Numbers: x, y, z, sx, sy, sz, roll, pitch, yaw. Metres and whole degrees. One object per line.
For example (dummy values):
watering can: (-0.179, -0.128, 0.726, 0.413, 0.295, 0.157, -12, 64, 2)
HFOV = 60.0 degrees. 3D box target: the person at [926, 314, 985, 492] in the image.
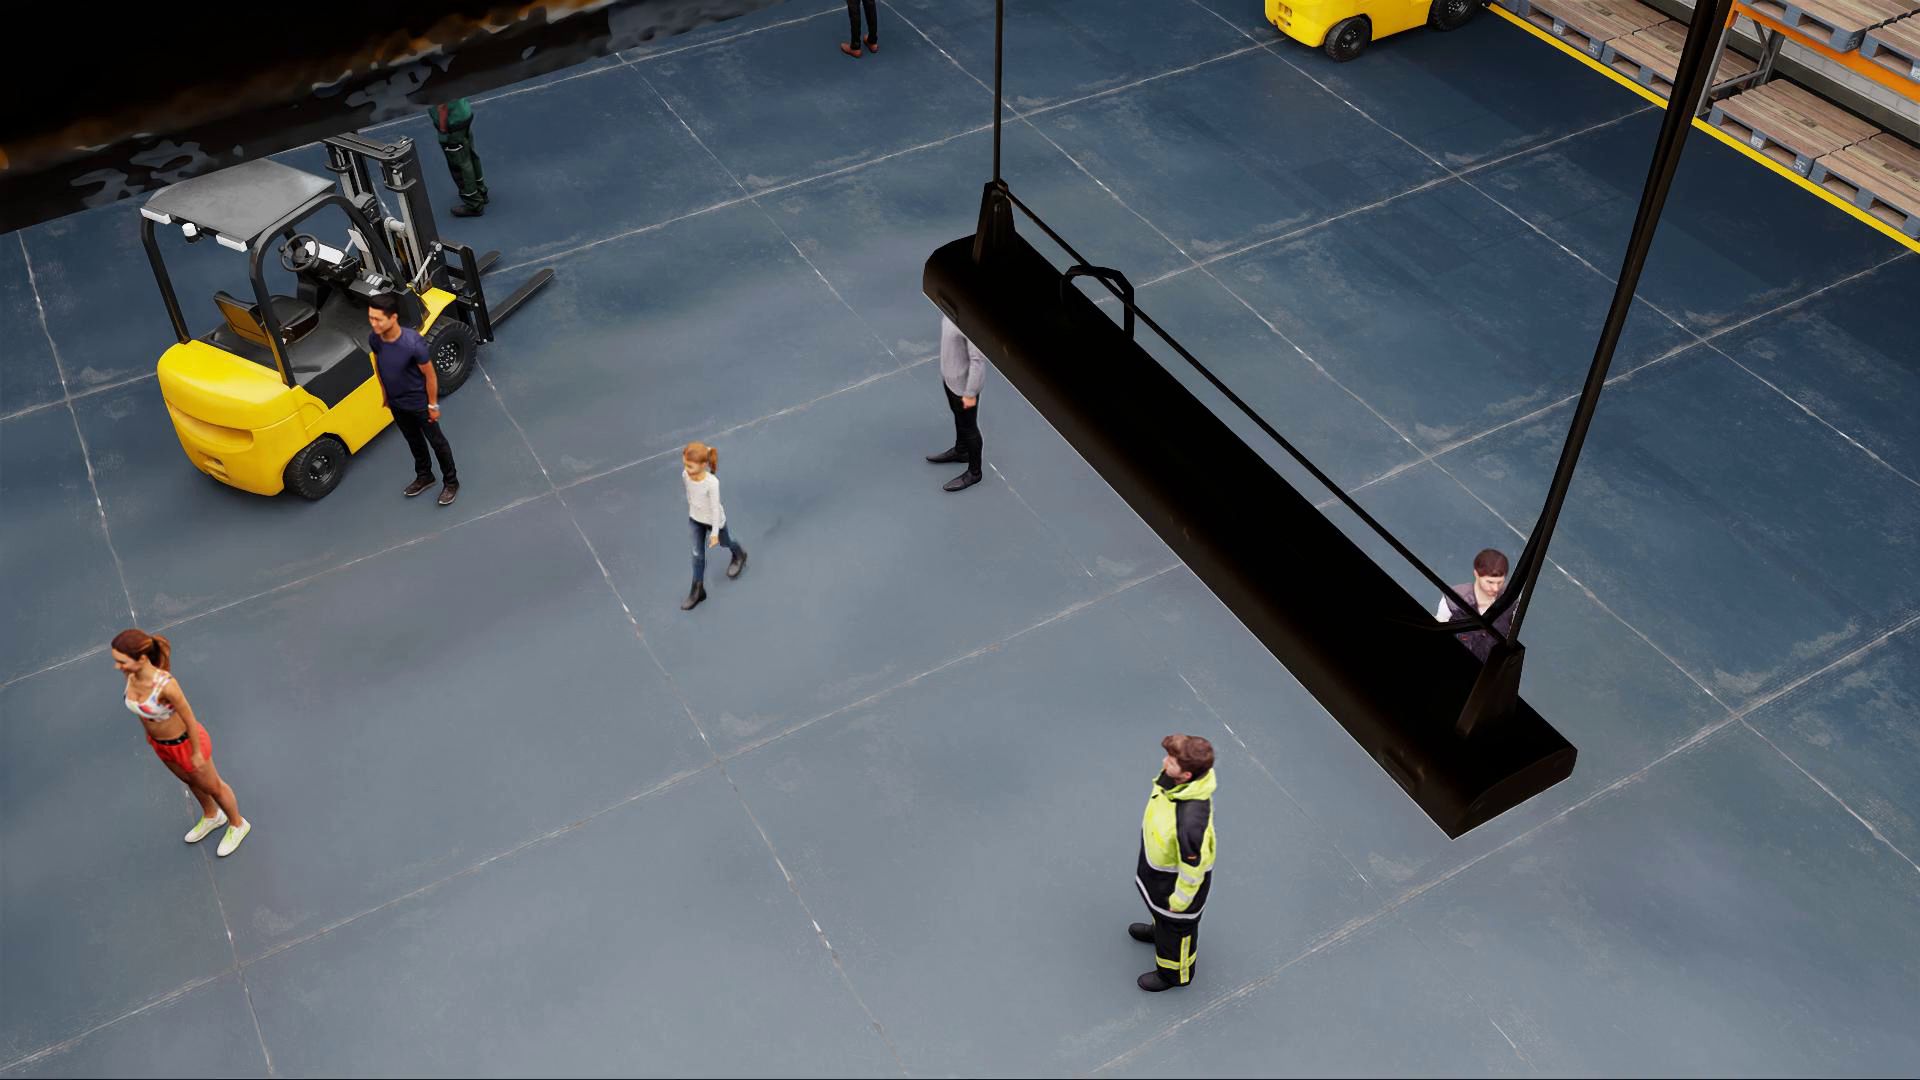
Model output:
person: (0.026, -1.207, 12.008, 0.853, 1.922, 0.629, -13, 45, -13)

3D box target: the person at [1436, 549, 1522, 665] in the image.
person: (3.046, 0.691, 10.075, 0.881, 1.840, 0.988, -2, 44, -2)

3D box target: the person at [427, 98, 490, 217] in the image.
person: (-4.496, -3.723, 14.710, 0.838, 1.837, 0.734, 3, 44, 3)

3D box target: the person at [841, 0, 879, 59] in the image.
person: (-1.038, -5.844, 16.904, 0.722, 1.883, 0.574, -27, 50, -25)

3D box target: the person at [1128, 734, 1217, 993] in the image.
person: (1.164, 1.716, 8.897, 0.931, 1.981, 0.784, -1, 44, -2)

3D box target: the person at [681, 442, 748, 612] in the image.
person: (-1.668, -0.163, 11.370, 0.899, 1.292, 0.825, 23, 48, 22)

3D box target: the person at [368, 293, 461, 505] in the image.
person: (-3.926, -1.029, 11.915, 0.685, 1.793, 0.770, 14, 45, 15)

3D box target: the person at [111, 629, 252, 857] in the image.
person: (-4.519, 1.156, 9.623, 0.652, 1.792, 0.741, 20, 47, 20)
